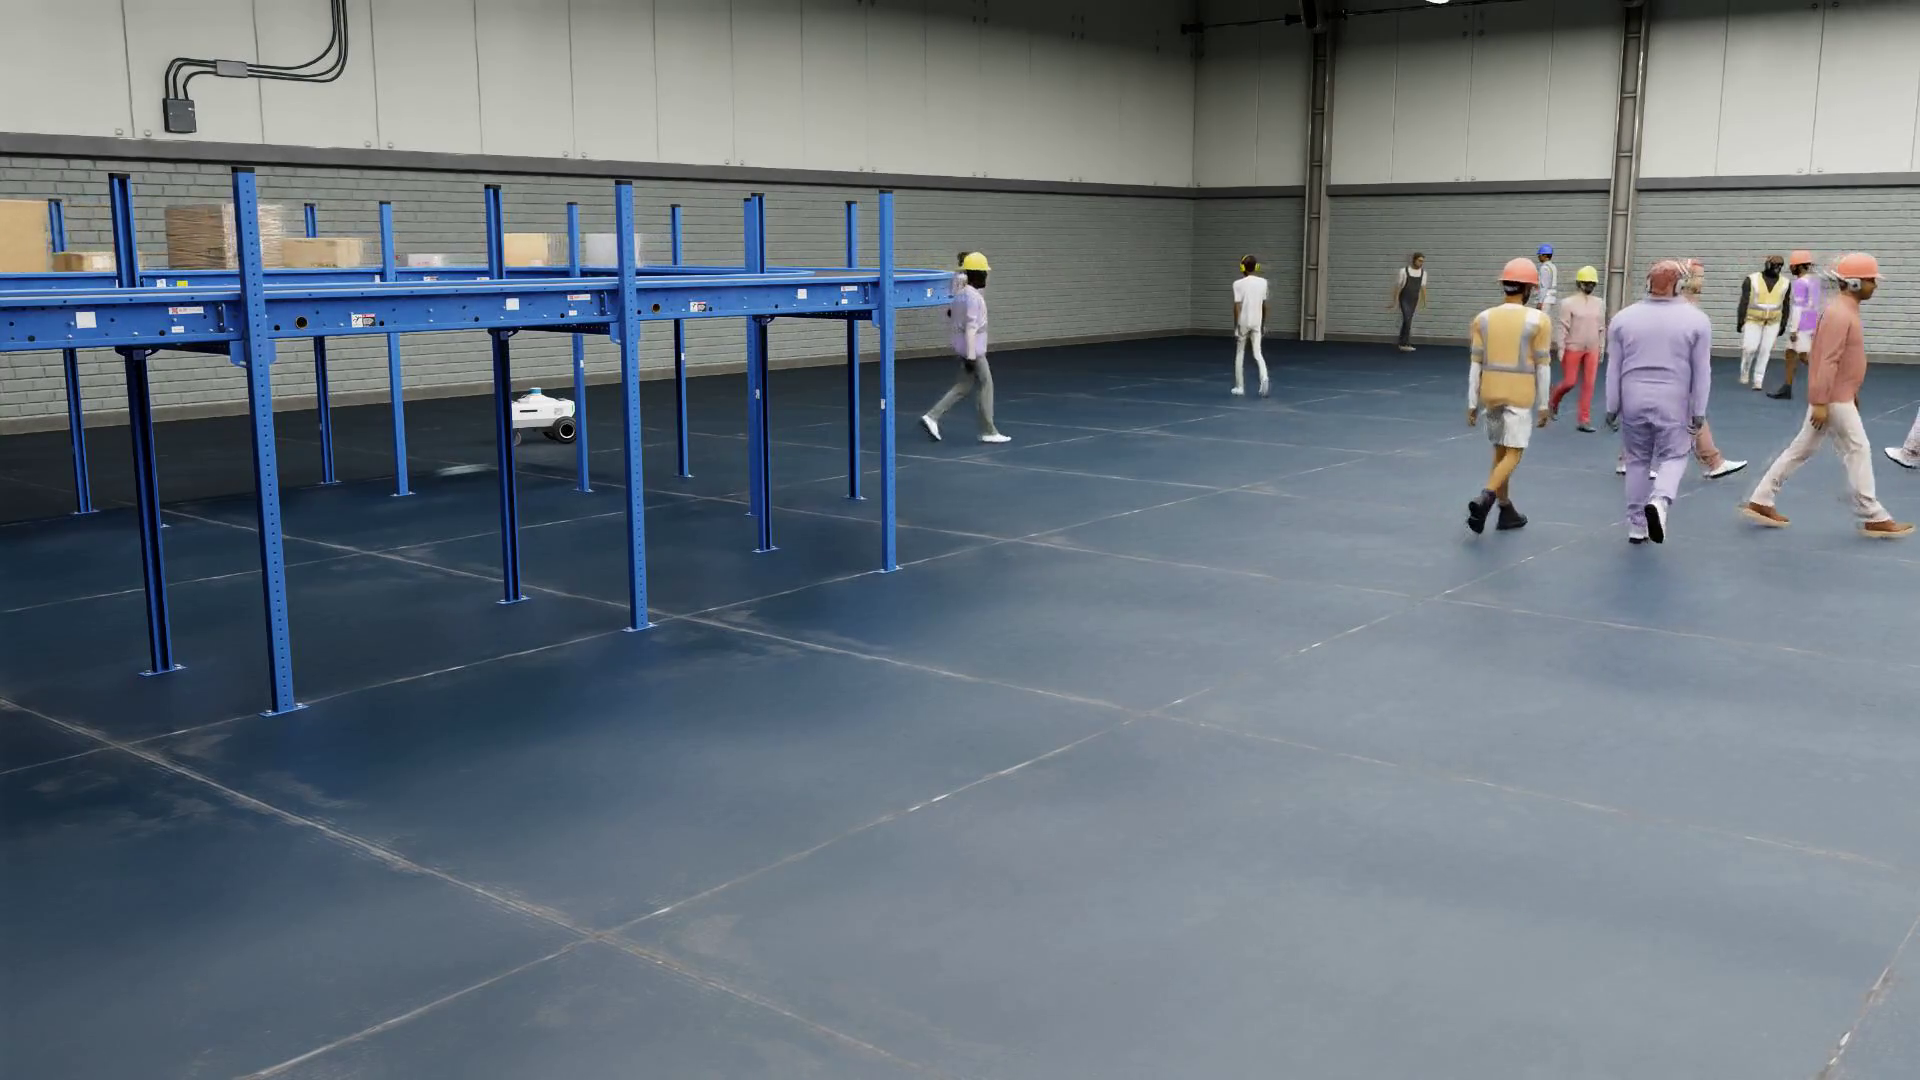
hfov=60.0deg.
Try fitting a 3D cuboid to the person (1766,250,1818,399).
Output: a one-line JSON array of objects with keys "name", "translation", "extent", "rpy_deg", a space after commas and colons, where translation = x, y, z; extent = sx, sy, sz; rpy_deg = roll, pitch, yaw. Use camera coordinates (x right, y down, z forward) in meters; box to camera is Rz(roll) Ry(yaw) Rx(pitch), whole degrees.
[{"name": "person", "translation": [10.778, -2.715, 21.052], "extent": [0.863, 1.906, 0.542], "rpy_deg": [7, 12, 34]}]

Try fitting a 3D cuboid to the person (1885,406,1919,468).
[{"name": "person", "translation": [8.624, -1.495, 14.418], "extent": [0.666, 1.849, 1.015], "rpy_deg": [-2, 10, -10]}]

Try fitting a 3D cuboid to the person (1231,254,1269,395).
[{"name": "person", "translation": [3.803, -2.801, 21.676], "extent": [0.520, 1.844, 0.780], "rpy_deg": [-2, 10, -10]}]

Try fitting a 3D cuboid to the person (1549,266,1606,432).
[{"name": "person", "translation": [6.604, -2.050, 17.772], "extent": [0.528, 1.750, 0.587], "rpy_deg": [-2, 10, -10]}]

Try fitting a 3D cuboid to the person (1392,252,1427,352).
[{"name": "person", "translation": [8.135, -4.283, 30.027], "extent": [0.525, 1.784, 0.788], "rpy_deg": [-2, 10, -12]}]

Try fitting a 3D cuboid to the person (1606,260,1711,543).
[{"name": "person", "translation": [4.582, -0.891, 10.970], "extent": [0.651, 1.890, 0.645], "rpy_deg": [7, 12, 32]}]

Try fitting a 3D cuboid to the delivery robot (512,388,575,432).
[{"name": "delivery robot", "translation": [-4.254, -1.287, 16.705], "extent": [0.707, 0.478, 0.477], "rpy_deg": [-6, 12, -28]}]

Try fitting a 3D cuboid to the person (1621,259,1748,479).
[{"name": "person", "translation": [6.110, -1.420, 13.979], "extent": [0.999, 1.851, 0.675], "rpy_deg": [5, 11, 27]}]

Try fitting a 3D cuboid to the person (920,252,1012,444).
[{"name": "person", "translation": [0.054, -1.912, 16.595], "extent": [0.852, 1.902, 0.593], "rpy_deg": [-2, 10, -8]}]

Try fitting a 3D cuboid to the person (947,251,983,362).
[{"name": "person", "translation": [0.068, -3.877, 27.672], "extent": [0.641, 1.826, 0.442], "rpy_deg": [-9, 14, -41]}]

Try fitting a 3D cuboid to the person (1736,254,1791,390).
[{"name": "person", "translation": [10.880, -2.946, 22.528], "extent": [0.653, 1.823, 0.455], "rpy_deg": [2, 10, 12]}]

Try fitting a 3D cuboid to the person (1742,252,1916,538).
[{"name": "person", "translation": [6.034, -1.013, 11.514], "extent": [1.072, 1.940, 0.627], "rpy_deg": [5, 11, 26]}]

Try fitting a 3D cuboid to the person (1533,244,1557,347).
[{"name": "person", "translation": [10.044, -4.104, 28.597], "extent": [0.388, 1.947, 0.612], "rpy_deg": [6, 12, 30]}]

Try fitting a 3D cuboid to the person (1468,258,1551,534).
[{"name": "person", "translation": [3.742, -0.980, 11.447], "extent": [0.547, 1.906, 0.877], "rpy_deg": [10, 14, 43]}]
